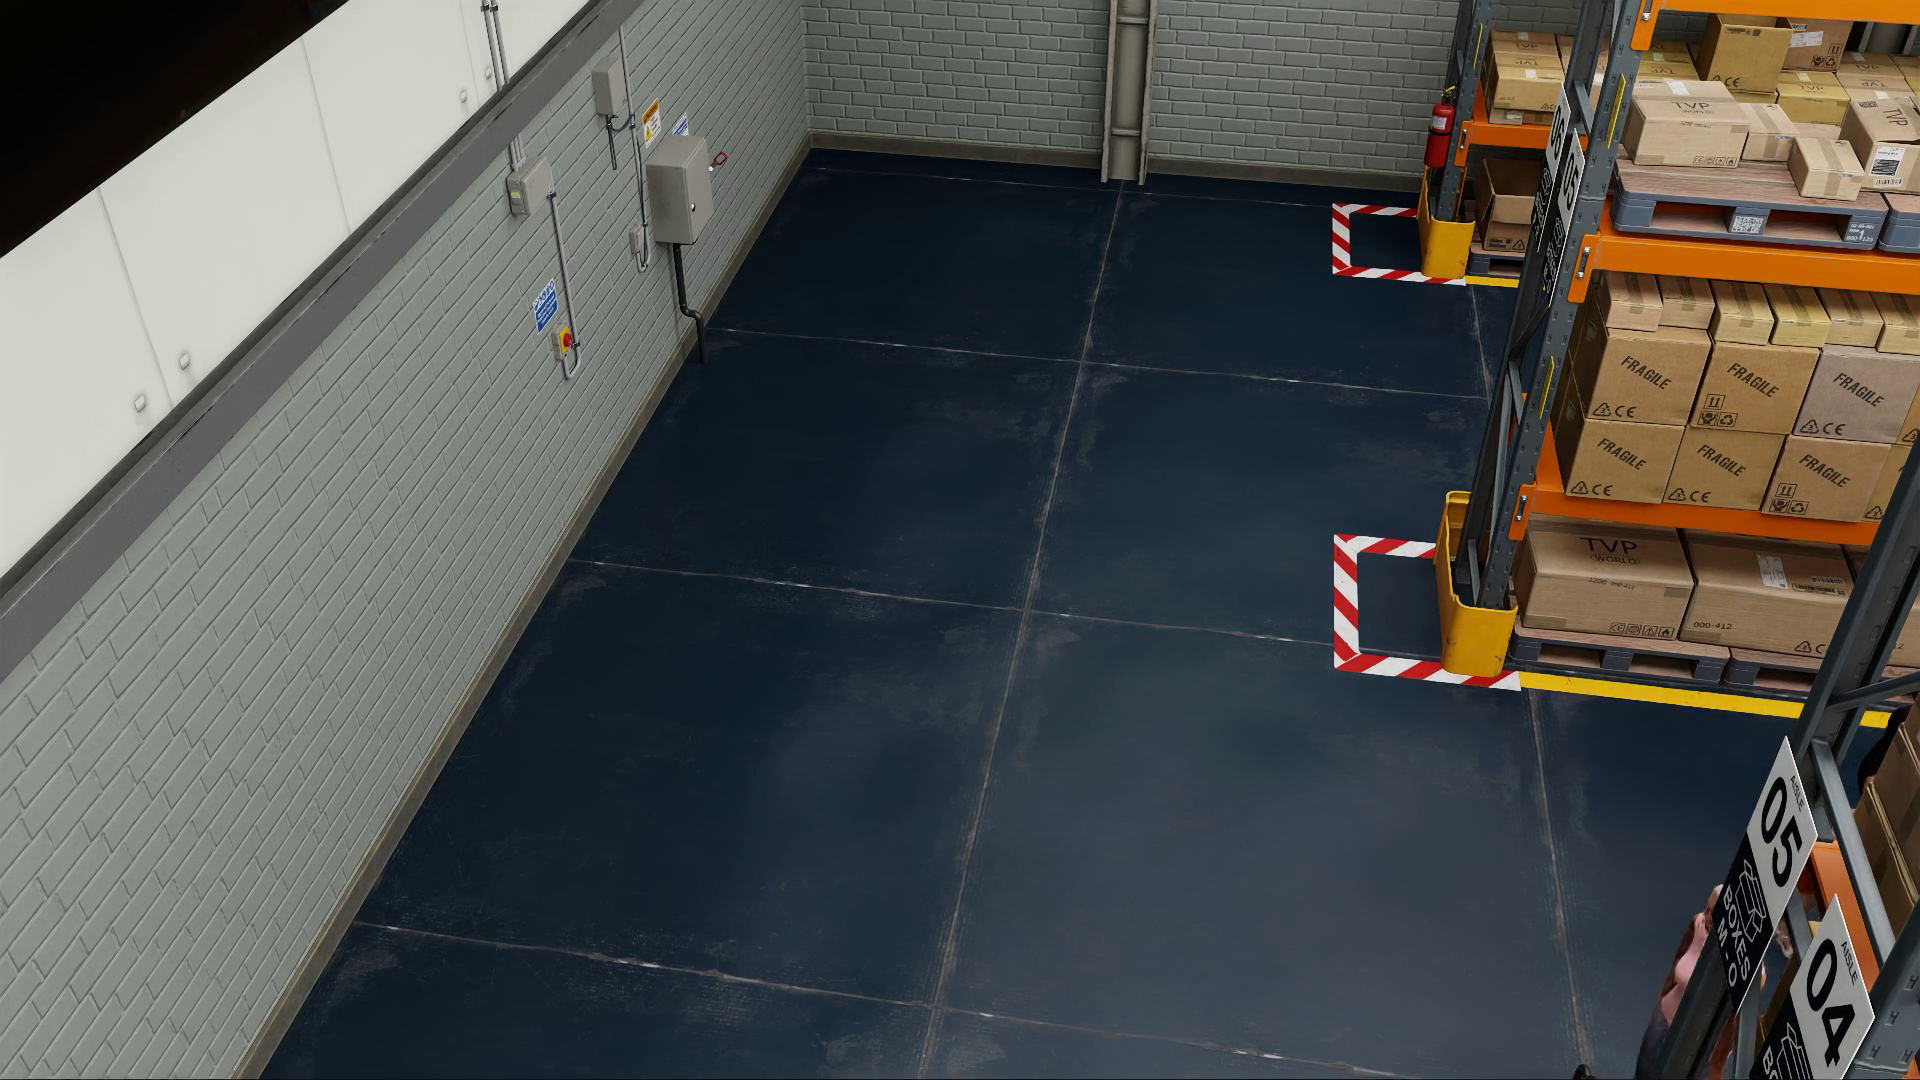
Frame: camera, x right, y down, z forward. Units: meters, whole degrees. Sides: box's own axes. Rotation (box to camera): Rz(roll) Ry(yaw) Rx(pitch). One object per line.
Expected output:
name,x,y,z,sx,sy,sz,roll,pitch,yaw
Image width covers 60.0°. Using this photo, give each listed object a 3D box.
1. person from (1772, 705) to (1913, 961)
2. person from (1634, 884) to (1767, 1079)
person,4.058,1.381,7.581,0.769,1.733,0.714,31,47,34
person,3.045,2.005,6.775,0.917,1.715,0.764,-10,38,-13
